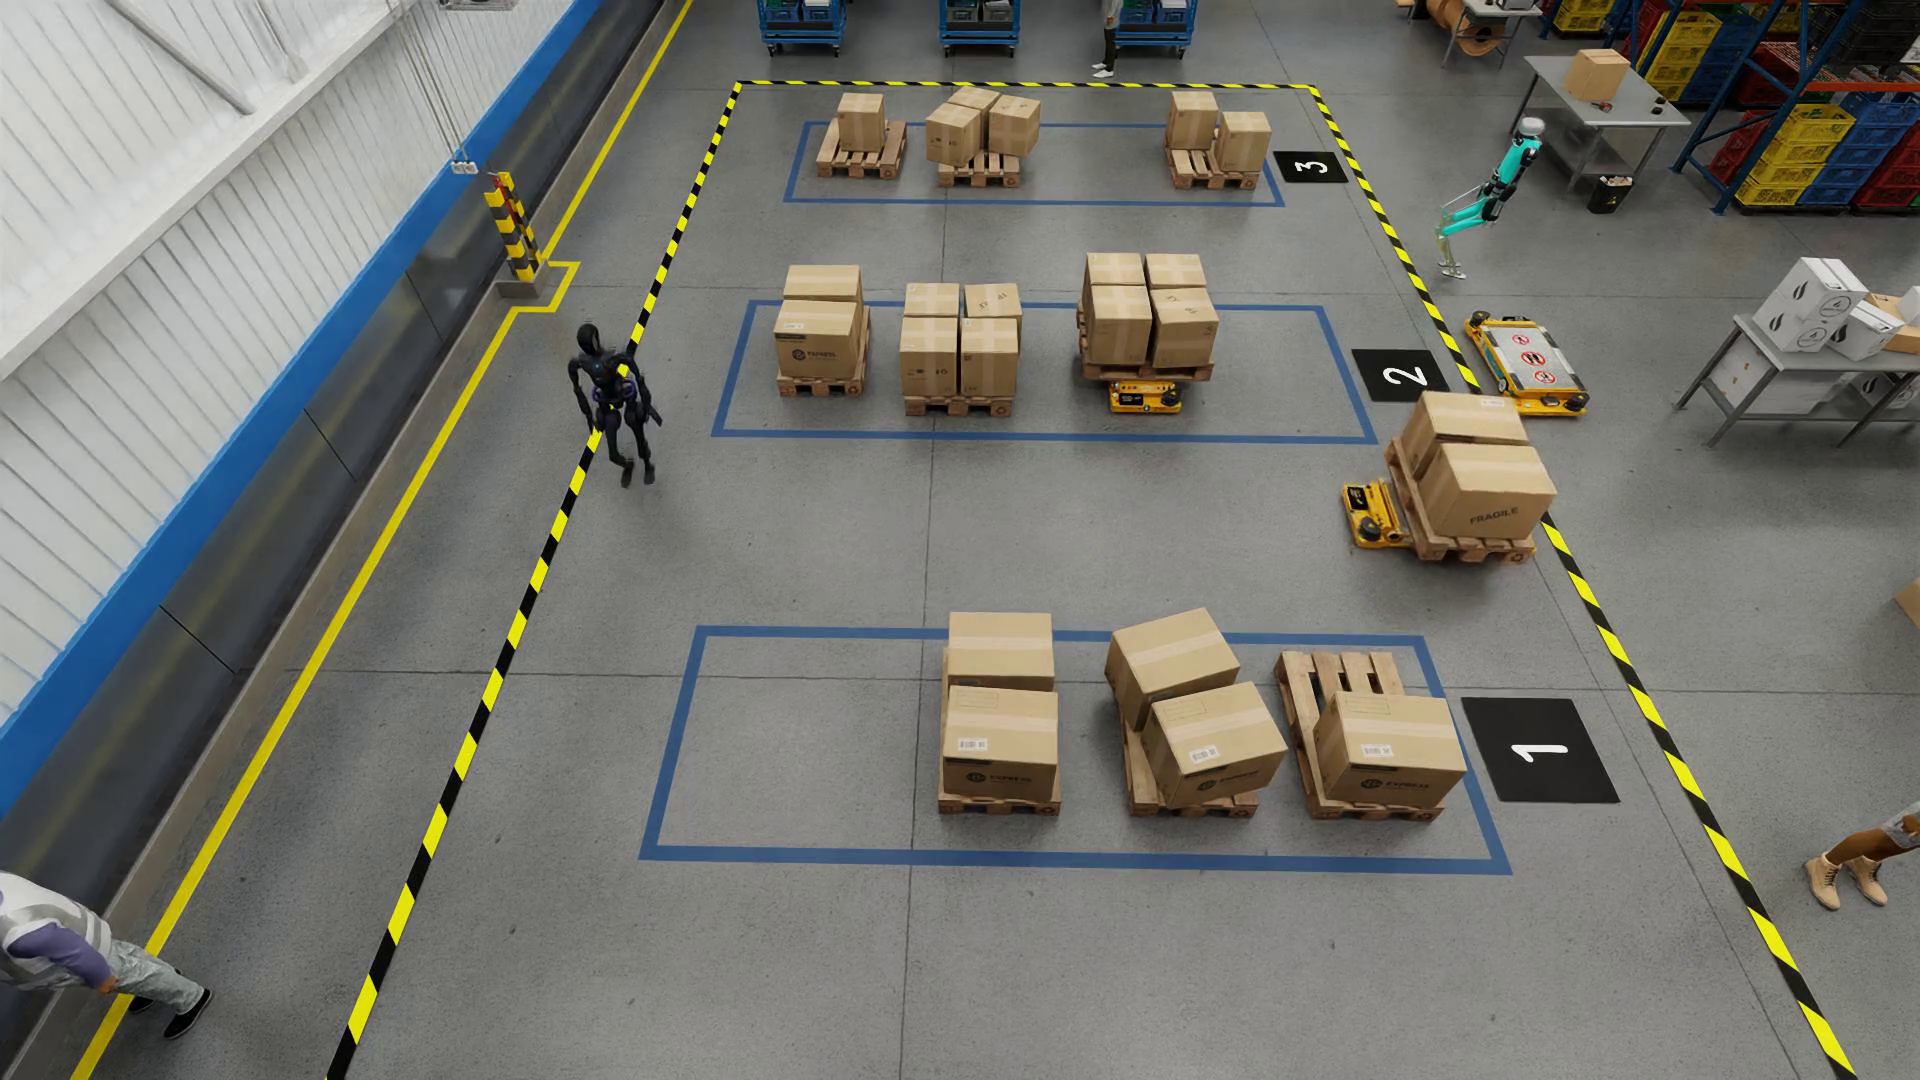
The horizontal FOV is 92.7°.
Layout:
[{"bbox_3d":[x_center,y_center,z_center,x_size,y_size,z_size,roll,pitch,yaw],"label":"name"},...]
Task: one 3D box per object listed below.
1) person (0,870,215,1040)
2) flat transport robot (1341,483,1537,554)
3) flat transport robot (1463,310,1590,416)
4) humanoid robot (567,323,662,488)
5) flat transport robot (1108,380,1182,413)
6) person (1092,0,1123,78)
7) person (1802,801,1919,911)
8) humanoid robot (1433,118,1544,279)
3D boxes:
[{"bbox_3d":[-4.563,2.105,4.673,0.595,1.837,0.404,22,53,18],"label":"person"},{"bbox_3d":[4.020,-0.213,7.700,1.431,0.197,0.652,3,49,2],"label":"flat transport robot"},{"bbox_3d":[5.573,-1.757,9.054,0.659,0.231,1.431,1,49,1],"label":"flat transport robot"},{"bbox_3d":[-2.795,-1.078,7.536,0.609,1.650,0.387,-8,50,-7],"label":"humanoid robot"},{"bbox_3d":[1.773,-1.807,9.079,0.652,0.197,1.431,1,49,1],"label":"flat transport robot"},{"bbox_3d":[2.126,-7.603,13.067,0.384,1.849,0.596,3,49,3],"label":"person"},{"bbox_3d":[5.591,1.520,5.052,0.604,2.034,0.382,-2,49,-2],"label":"person"},{"bbox_3d":[5.365,-3.560,9.556,0.735,1.676,0.533,10,50,8],"label":"humanoid robot"}]
